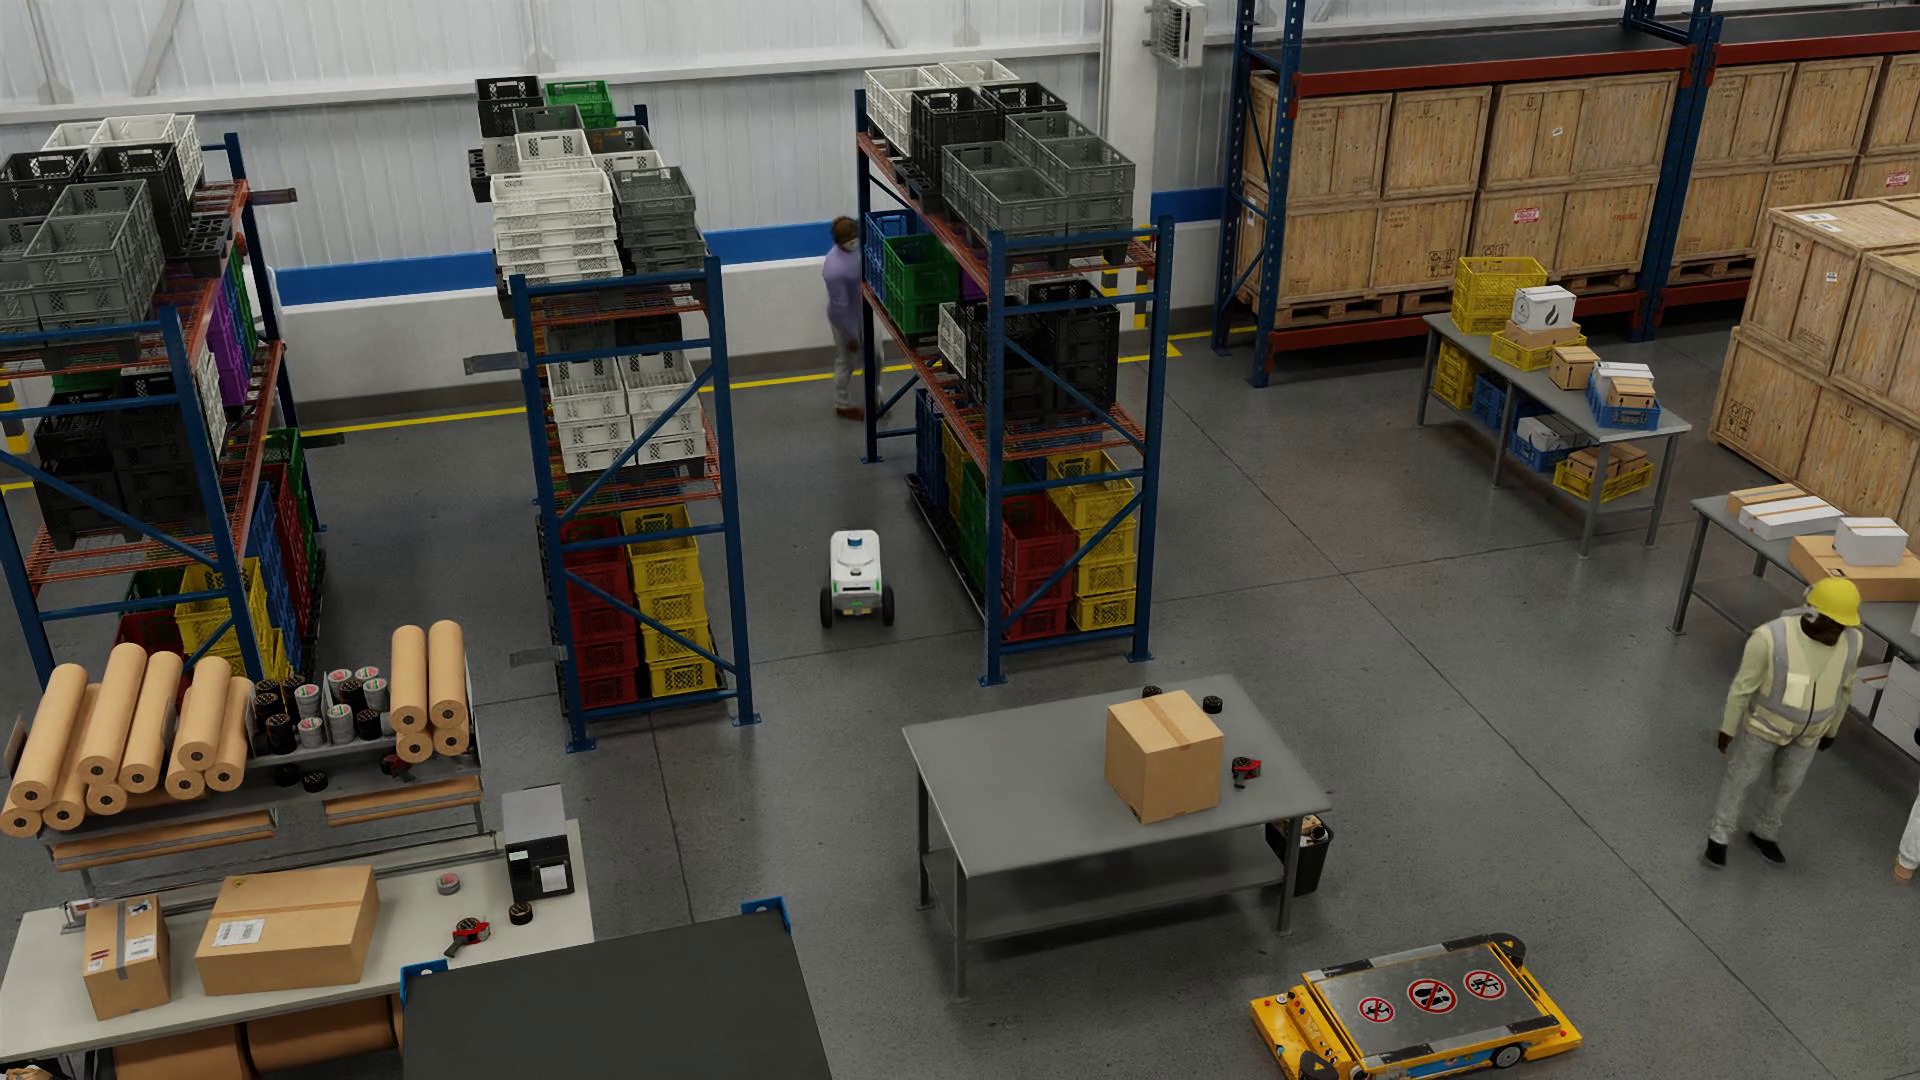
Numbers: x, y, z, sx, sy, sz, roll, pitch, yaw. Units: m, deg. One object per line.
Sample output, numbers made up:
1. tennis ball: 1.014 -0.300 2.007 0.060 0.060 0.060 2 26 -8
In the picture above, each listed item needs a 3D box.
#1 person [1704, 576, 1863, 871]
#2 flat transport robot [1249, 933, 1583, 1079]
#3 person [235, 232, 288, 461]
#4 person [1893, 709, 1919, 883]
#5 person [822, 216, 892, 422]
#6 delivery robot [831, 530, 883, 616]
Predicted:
1. person: 4.353 0.969 8.779 0.626 1.822 0.404 1 29 2
2. flat transport robot: 2.184 2.282 7.980 1.431 0.197 0.652 -8 30 -14
3. person: -5.667 -1.567 13.336 0.357 1.879 0.578 21 35 33
4. person: 5.292 1.046 8.611 0.633 1.842 0.429 24 37 36
5. person: -0.866 -1.810 13.766 0.585 1.887 0.719 19 34 30
6. delivery robot: -0.714 0.184 11.412 0.477 0.478 0.707 -2 29 -3
